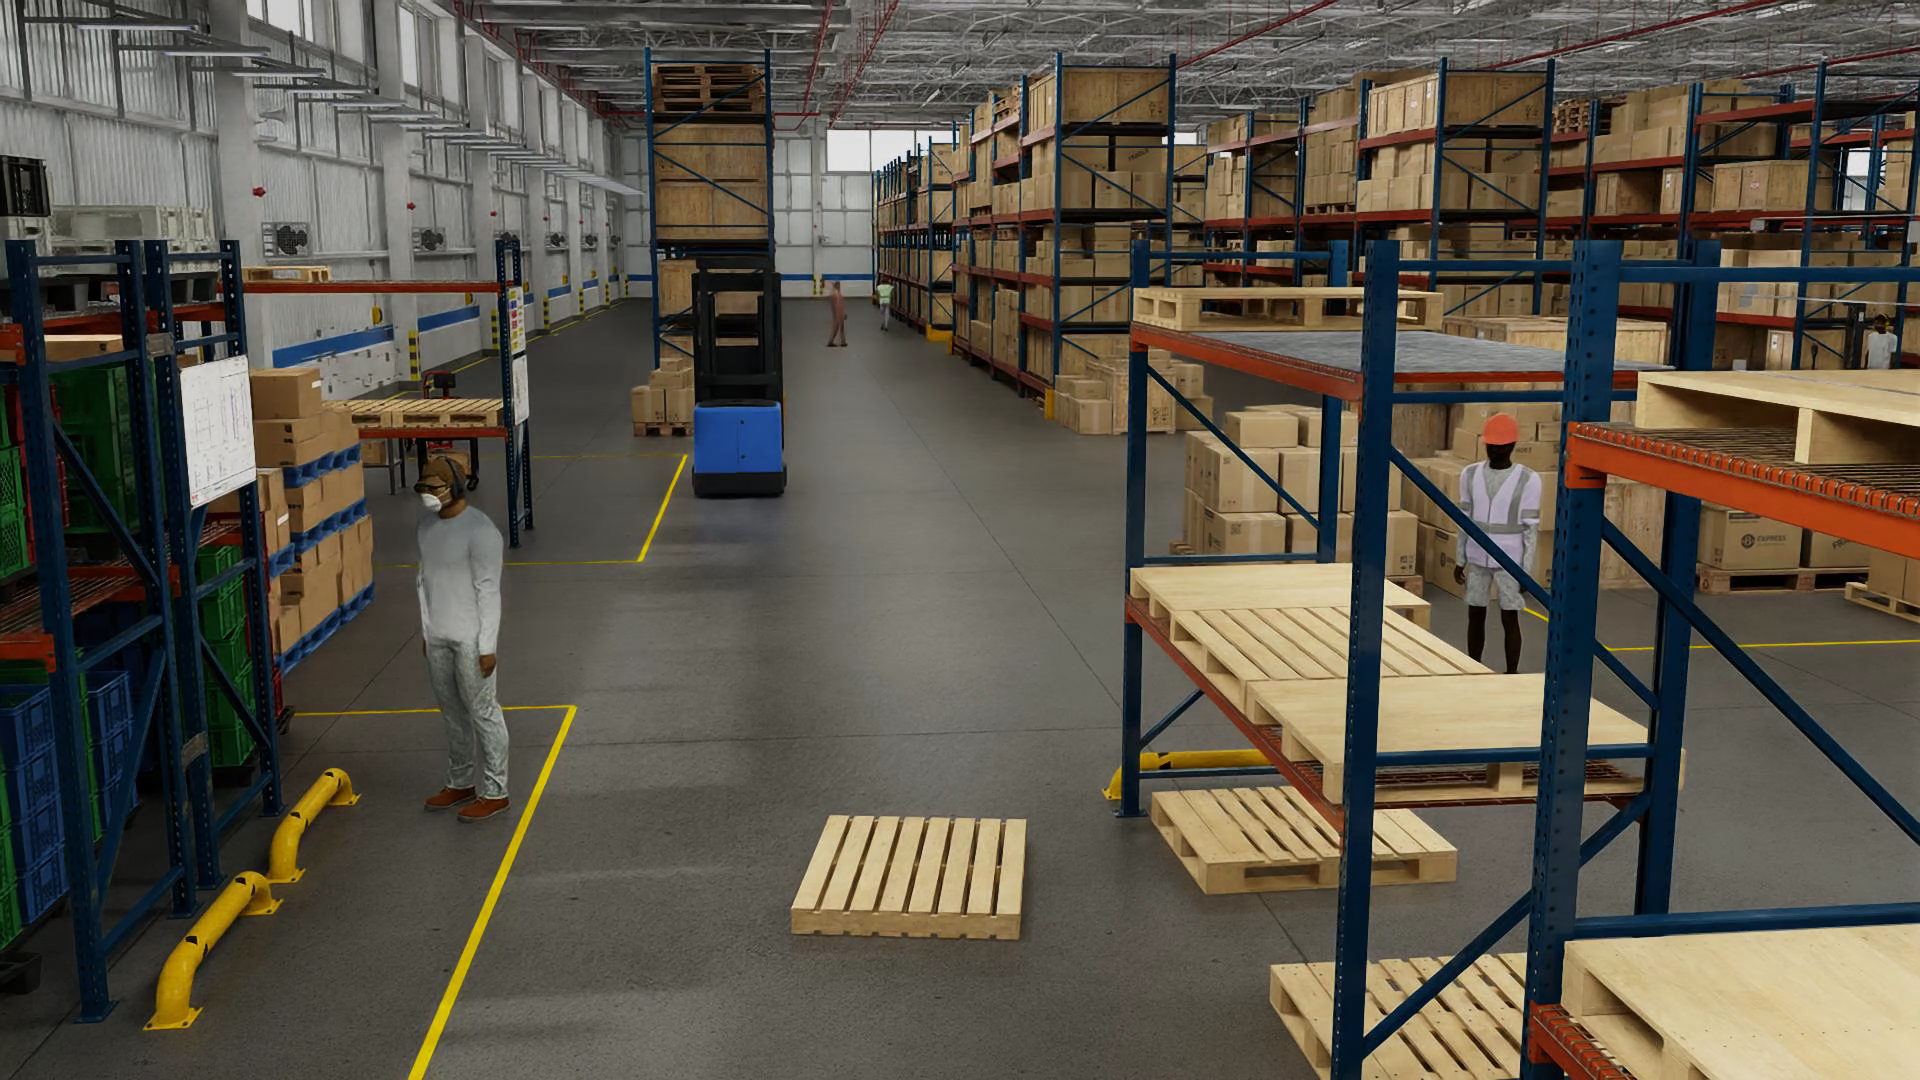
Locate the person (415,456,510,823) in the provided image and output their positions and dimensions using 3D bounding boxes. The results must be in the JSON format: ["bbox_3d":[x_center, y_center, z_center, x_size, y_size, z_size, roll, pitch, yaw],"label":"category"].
[{"bbox_3d":[-2.620,0.512,8.737,0.629,1.932,0.367,8,13,37],"label":"person"}]

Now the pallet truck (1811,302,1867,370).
[{"bbox_3d":[15.846,-3.142,28.793,1.885,1.965,0.823,2,10,12],"label":"pallet truck"}]

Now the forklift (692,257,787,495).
[{"bbox_3d":[-2.703,-2.040,20.236,1.129,2.768,1.873,-1,10,-6],"label":"forklift"}]

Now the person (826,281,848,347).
[{"bbox_3d":[-3.507,-6.418,47.318,0.658,1.874,0.717,-3,11,-15],"label":"person"}]

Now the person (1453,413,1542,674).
[{"bbox_3d":[3.492,0.127,10.878,0.545,1.930,0.395,8,13,39],"label":"person"}]

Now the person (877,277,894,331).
[{"bbox_3d":[-2.517,-7.939,55.932,0.586,1.788,0.988,-1,10,-8],"label":"person"}]

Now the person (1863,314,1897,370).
[{"bbox_3d":[14.693,-2.687,26.647,0.329,1.865,0.507,-6,12,-29],"label":"person"}]
